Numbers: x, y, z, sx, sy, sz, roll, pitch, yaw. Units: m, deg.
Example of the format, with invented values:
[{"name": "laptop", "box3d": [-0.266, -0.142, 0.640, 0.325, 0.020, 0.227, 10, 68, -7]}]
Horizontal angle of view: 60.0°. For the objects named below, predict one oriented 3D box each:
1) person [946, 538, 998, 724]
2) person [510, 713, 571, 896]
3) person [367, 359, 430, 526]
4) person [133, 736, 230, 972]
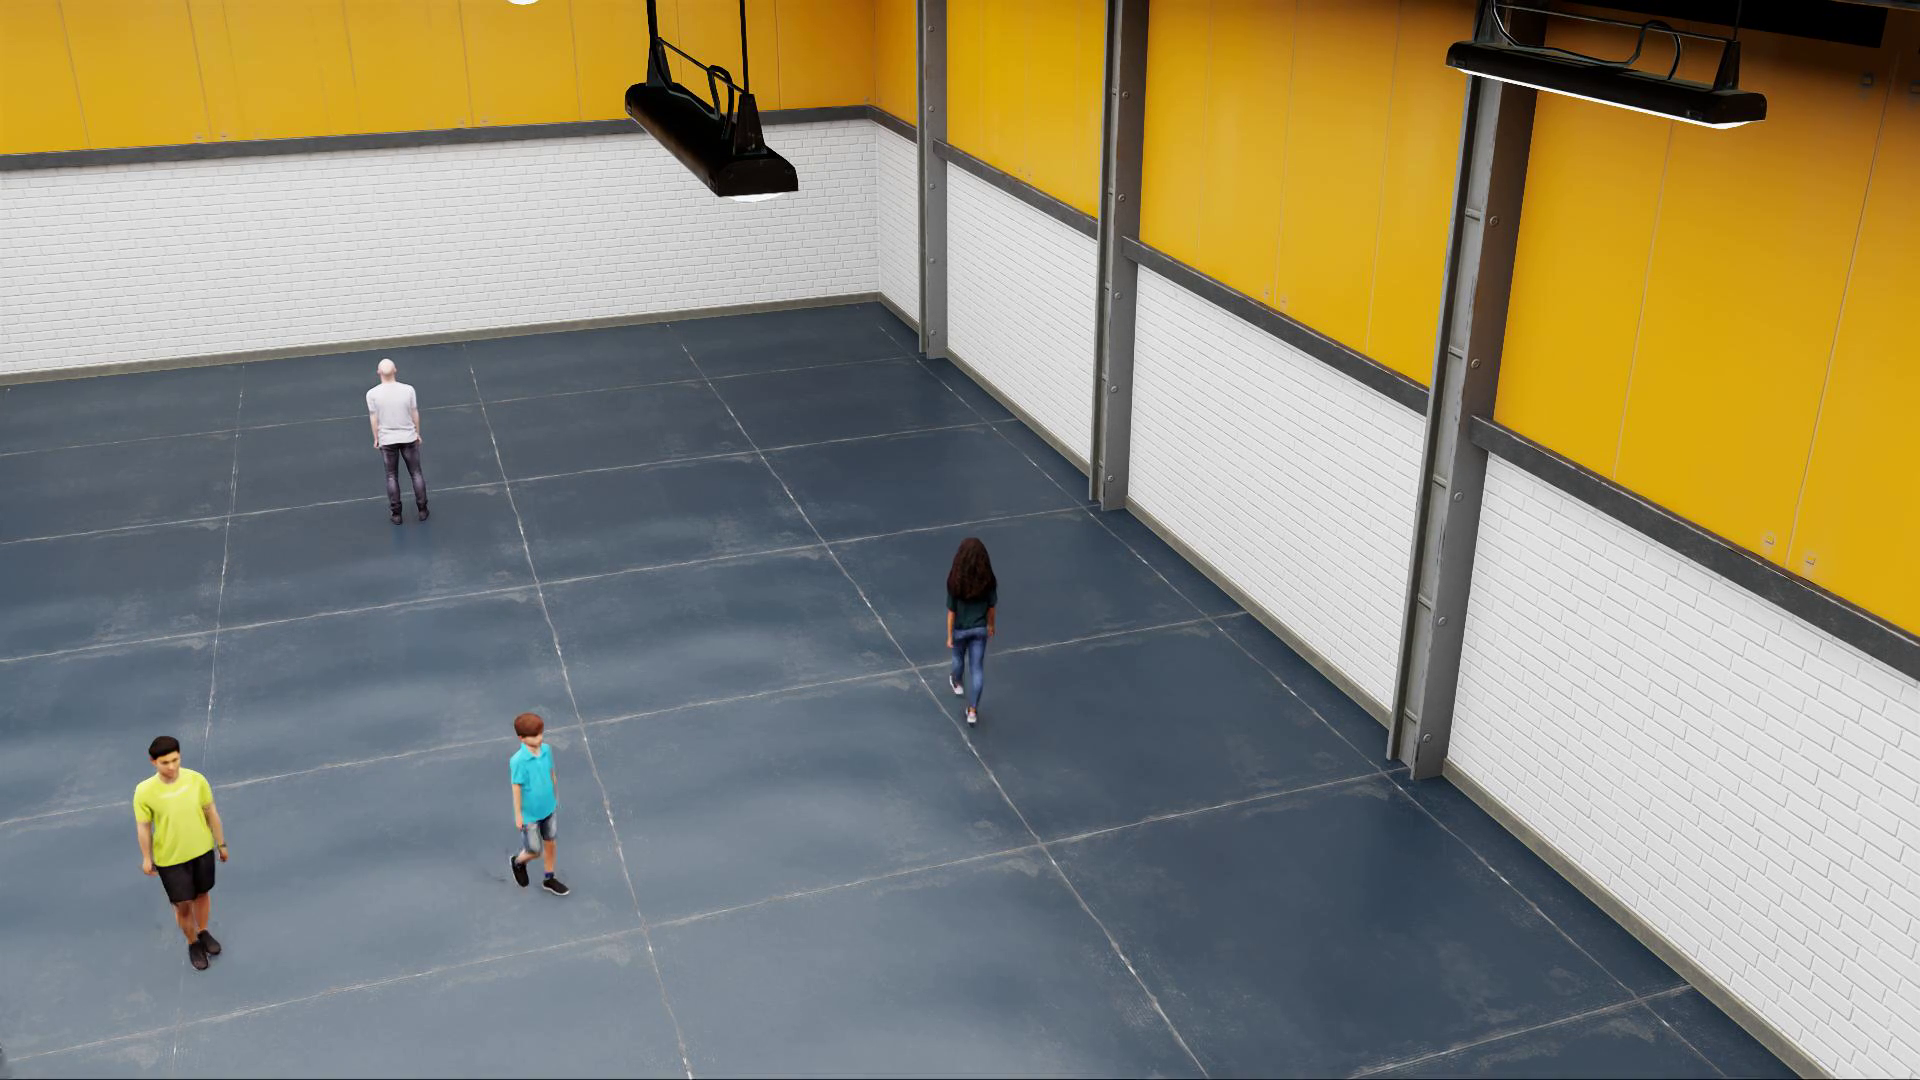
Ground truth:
[{"name": "person", "box3d": [0.096, 0.790, 14.006, 0.738, 1.590, 1.015, -3, 24, -7]}, {"name": "person", "box3d": [-3.041, 1.856, 11.750, 0.797, 1.444, 0.716, 16, 28, 33]}, {"name": "person", "box3d": [-6.073, -1.073, 17.964, 0.660, 1.832, 0.591, -10, 25, -21]}, {"name": "person", "box3d": [-5.198, 2.018, 11.059, 0.763, 1.700, 0.780, -21, 31, -39]}]
